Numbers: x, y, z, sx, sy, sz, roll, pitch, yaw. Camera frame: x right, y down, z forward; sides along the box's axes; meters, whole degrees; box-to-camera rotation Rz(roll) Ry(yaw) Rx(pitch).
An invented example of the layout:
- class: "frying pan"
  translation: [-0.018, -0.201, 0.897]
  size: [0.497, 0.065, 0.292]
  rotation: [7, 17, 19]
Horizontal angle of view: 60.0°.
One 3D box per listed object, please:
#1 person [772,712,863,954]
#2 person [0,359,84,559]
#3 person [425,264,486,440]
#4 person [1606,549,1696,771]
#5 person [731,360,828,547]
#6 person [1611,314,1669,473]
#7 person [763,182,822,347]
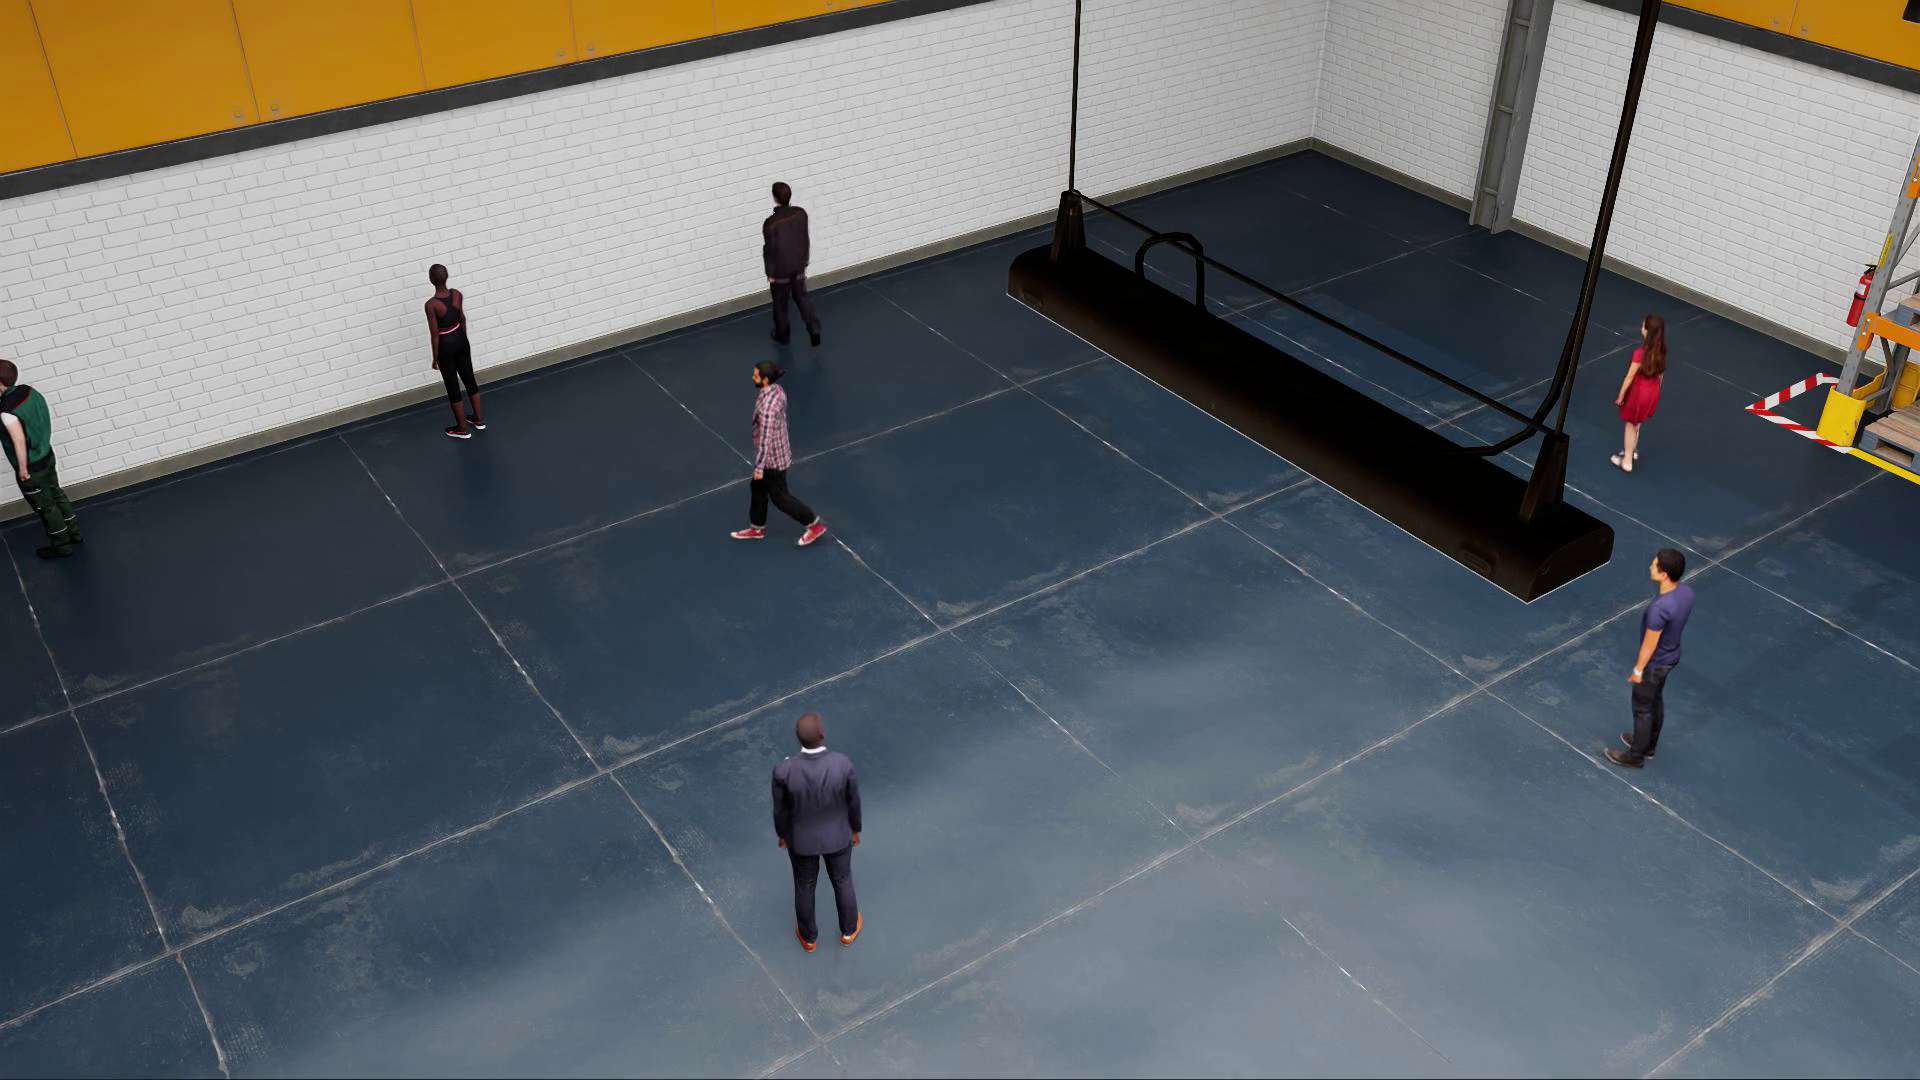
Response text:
- class: "person"
  translation: [-0.864, 1.806, 10.229]
  size: [0.784, 1.824, 0.781]
  rotation: [-3, 34, -5]
- class: "person"
  translation: [-7.802, -0.692, 13.970]
  size: [0.806, 1.842, 0.704]
  rotation: [-1, 34, -2]
- class: "person"
  translation: [-4.788, -1.797, 15.708]
  size: [0.641, 1.758, 0.647]
  rotation: [21, 39, 28]
- class: "person"
  translation: [4.914, 0.843, 11.717]
  size: [0.630, 1.781, 0.670]
  rotation: [28, 43, 36]
- class: "person"
  translation: [-1.521, -0.710, 14.076]
  size: [1.091, 1.755, 1.142]
  rotation: [-3, 34, -4]
- class: "person"
  translation: [6.267, -1.308, 15.169]
  size: [0.619, 1.541, 0.671]
  rotation: [-13, 36, -19]
- class: "person"
  translation: [-1.727, -2.793, 17.147]
  size: [0.742, 1.824, 0.962]
  rotation: [-24, 40, -31]
